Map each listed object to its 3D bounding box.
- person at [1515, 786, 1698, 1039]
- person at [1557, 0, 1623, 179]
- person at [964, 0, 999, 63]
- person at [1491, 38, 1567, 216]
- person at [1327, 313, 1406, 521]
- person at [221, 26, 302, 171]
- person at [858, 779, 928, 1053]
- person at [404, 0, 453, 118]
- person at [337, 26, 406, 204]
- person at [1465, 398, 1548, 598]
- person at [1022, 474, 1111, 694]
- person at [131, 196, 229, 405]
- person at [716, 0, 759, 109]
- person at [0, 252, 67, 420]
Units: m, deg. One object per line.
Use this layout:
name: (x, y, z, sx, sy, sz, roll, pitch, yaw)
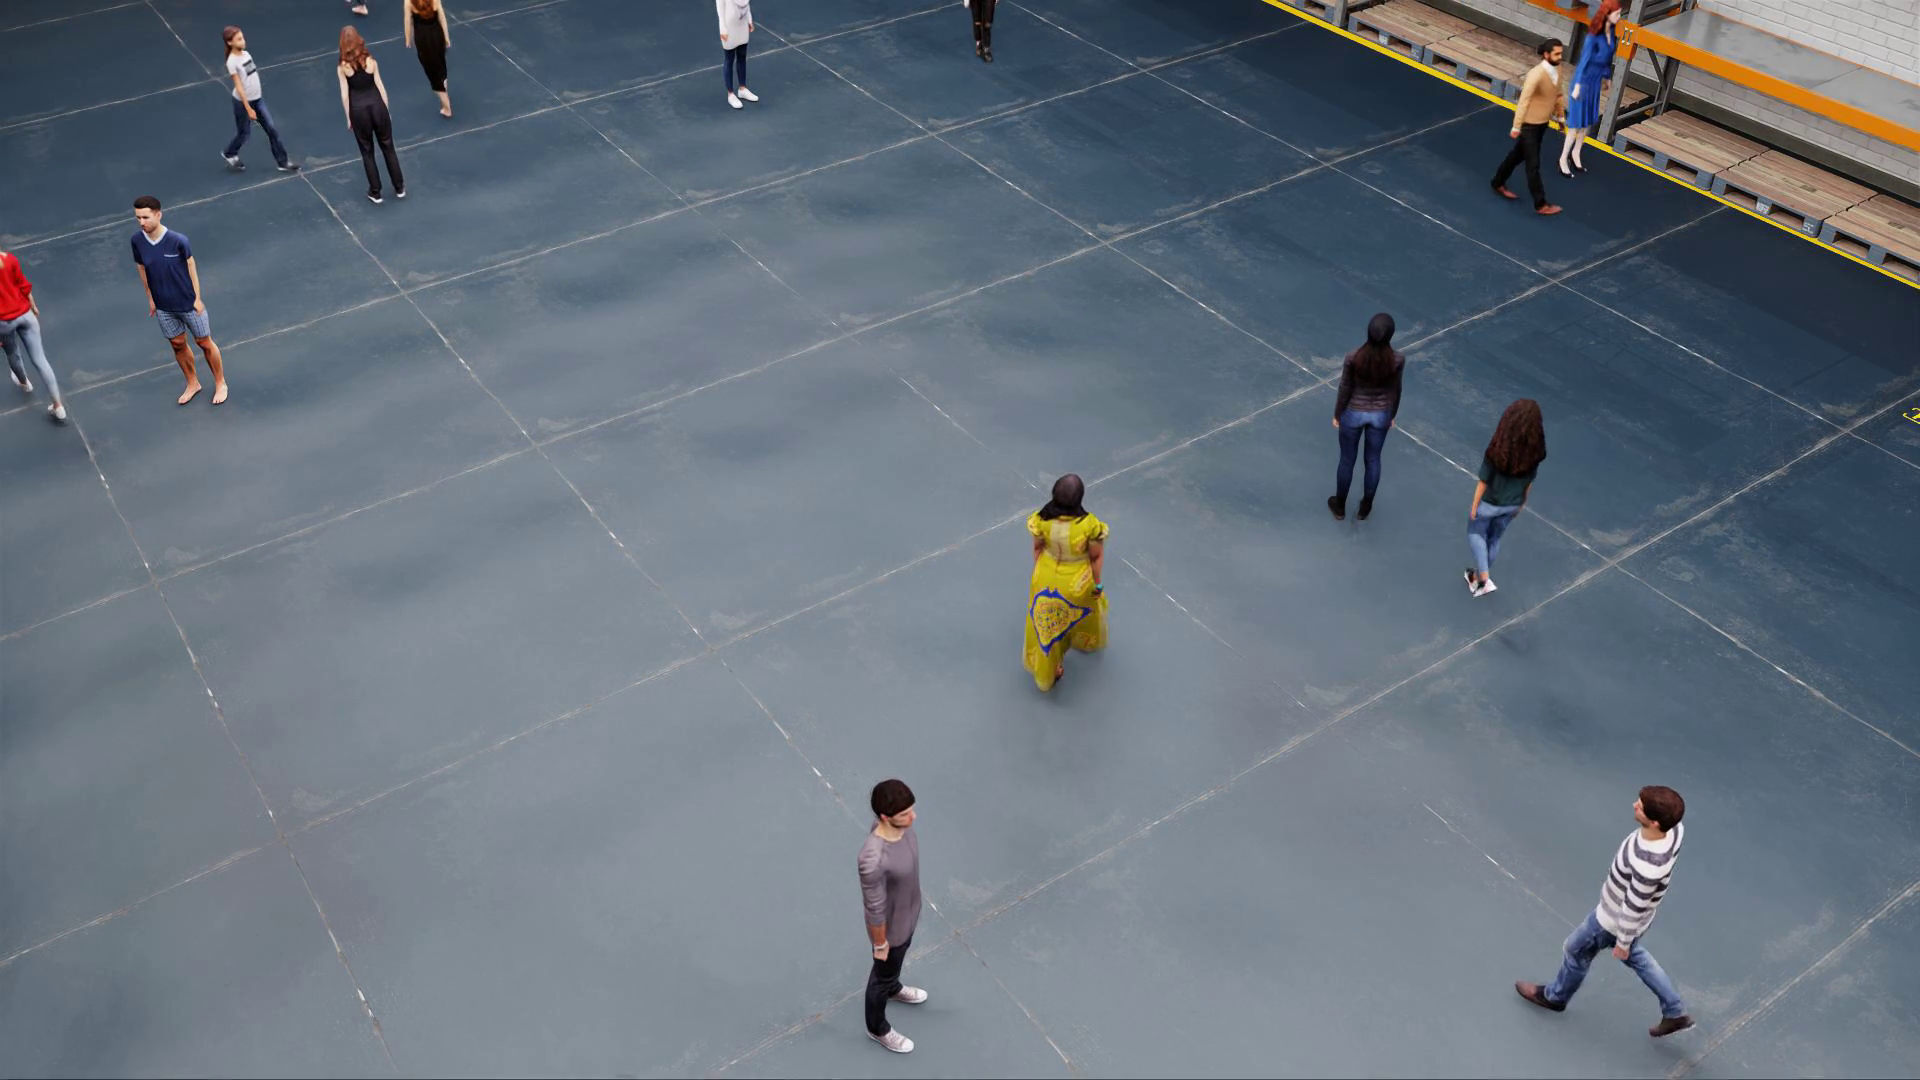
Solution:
person: (3.563, 1.974, 8.666, 1.204, 1.821, 0.868, 25, 45, 28)
person: (6.364, -4.622, 16.921, 0.653, 1.826, 0.581, -25, 45, -28)
person: (0.243, -6.370, 19.398, 0.779, 1.467, 0.885, -3, 39, -3)
person: (5.579, -4.103, 16.365, 0.768, 1.710, 1.170, -30, 48, -32)
person: (3.007, -0.911, 12.339, 0.709, 1.745, 0.750, 2, 39, 3)
person: (-7.327, -4.467, 16.961, 1.067, 1.535, 0.951, 10, 40, 12)
person: (-0.362, 1.924, 8.705, 0.771, 1.851, 0.734, 9, 39, 11)
person: (-5.713, -5.360, 18.025, 0.587, 1.601, 0.883, -26, 45, -29)
person: (-5.860, -4.217, 16.484, 0.594, 1.738, 0.551, -21, 43, -24)
person: (3.798, -0.219, 11.591, 0.775, 1.597, 0.874, -5, 39, -6)
person: (0.675, 0.325, 10.879, 1.195, 1.635, 1.221, 9, 39, 11)
person: (-6.395, -1.970, 13.581, 0.710, 1.850, 0.738, 0, 39, 0)
person: (-2.486, -5.665, 18.267, 0.608, 1.776, 0.659, 28, 46, 30)
person: (-7.601, -1.718, 13.424, 0.771, 1.652, 1.164, -32, 48, -33)
